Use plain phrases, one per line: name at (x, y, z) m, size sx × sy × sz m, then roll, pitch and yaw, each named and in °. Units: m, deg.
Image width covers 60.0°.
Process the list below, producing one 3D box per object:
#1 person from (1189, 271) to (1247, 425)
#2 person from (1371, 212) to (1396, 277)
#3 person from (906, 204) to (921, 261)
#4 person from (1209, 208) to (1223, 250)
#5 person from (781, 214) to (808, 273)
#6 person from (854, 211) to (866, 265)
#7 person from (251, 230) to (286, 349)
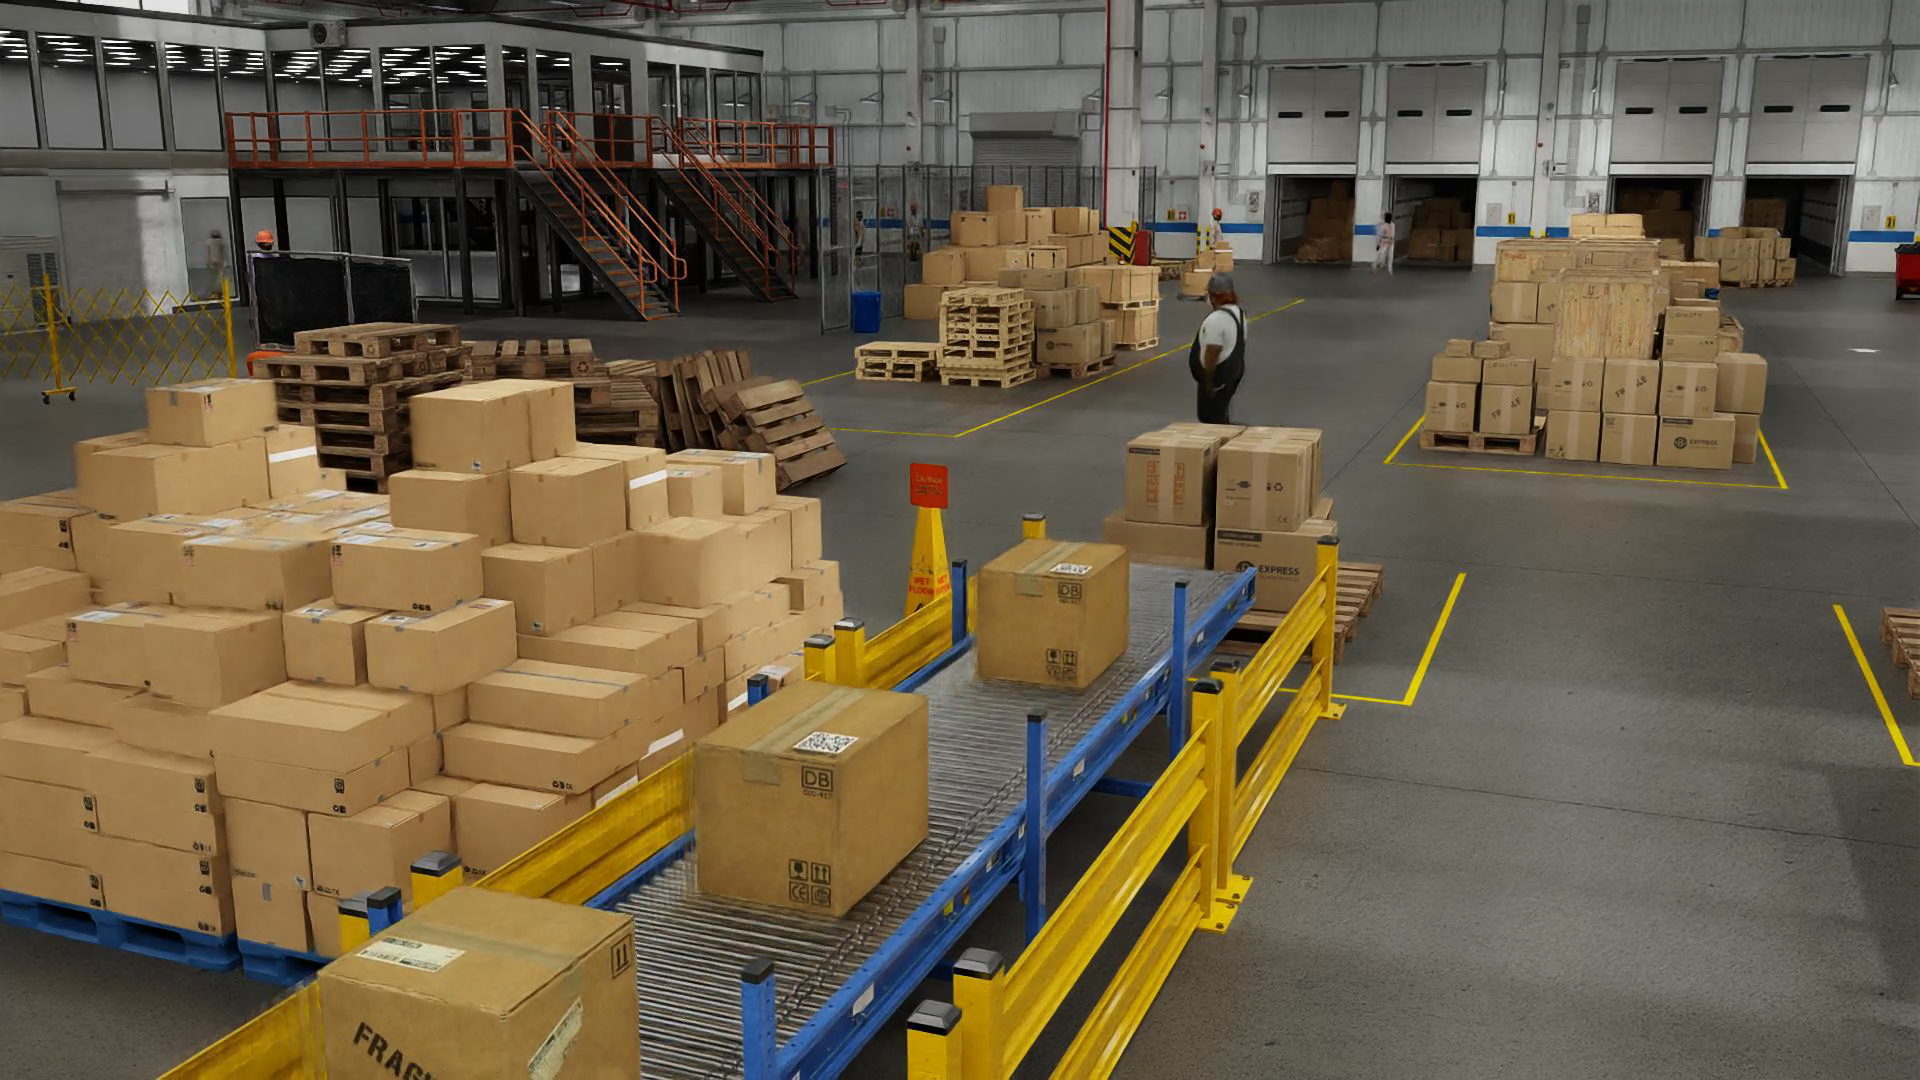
person at (2.627, -1.664, 16.551) m, size 0.724 × 2.000 × 0.680 m, roll 8°, pitch 15°, yaw 33°
person at (12.093, -8.419, 47.362) m, size 0.632 × 1.824 × 0.721 m, roll -5°, pitch 14°, yaw -23°
person at (-1.533, -10.167, 55.010) m, size 0.582 × 1.900 × 0.566 m, roll -7°, pitch 14°, yaw -29°
person at (6.791, -7.781, 44.103) m, size 0.397 × 1.991 × 0.625 m, roll 5°, pitch 13°, yaw 20°
person at (-4.864, -8.702, 48.795) m, size 0.727 × 1.742 × 0.532 m, roll -2°, pitch 13°, yaw -7°
person at (-3.209, -9.683, 53.289) m, size 0.315 × 1.699 × 0.540 m, roll 5°, pitch 13°, yaw 20°
person at (-11.196, -3.992, 26.986) m, size 0.373 × 2.042 × 0.614 m, roll 5°, pitch 13°, yaw 20°
